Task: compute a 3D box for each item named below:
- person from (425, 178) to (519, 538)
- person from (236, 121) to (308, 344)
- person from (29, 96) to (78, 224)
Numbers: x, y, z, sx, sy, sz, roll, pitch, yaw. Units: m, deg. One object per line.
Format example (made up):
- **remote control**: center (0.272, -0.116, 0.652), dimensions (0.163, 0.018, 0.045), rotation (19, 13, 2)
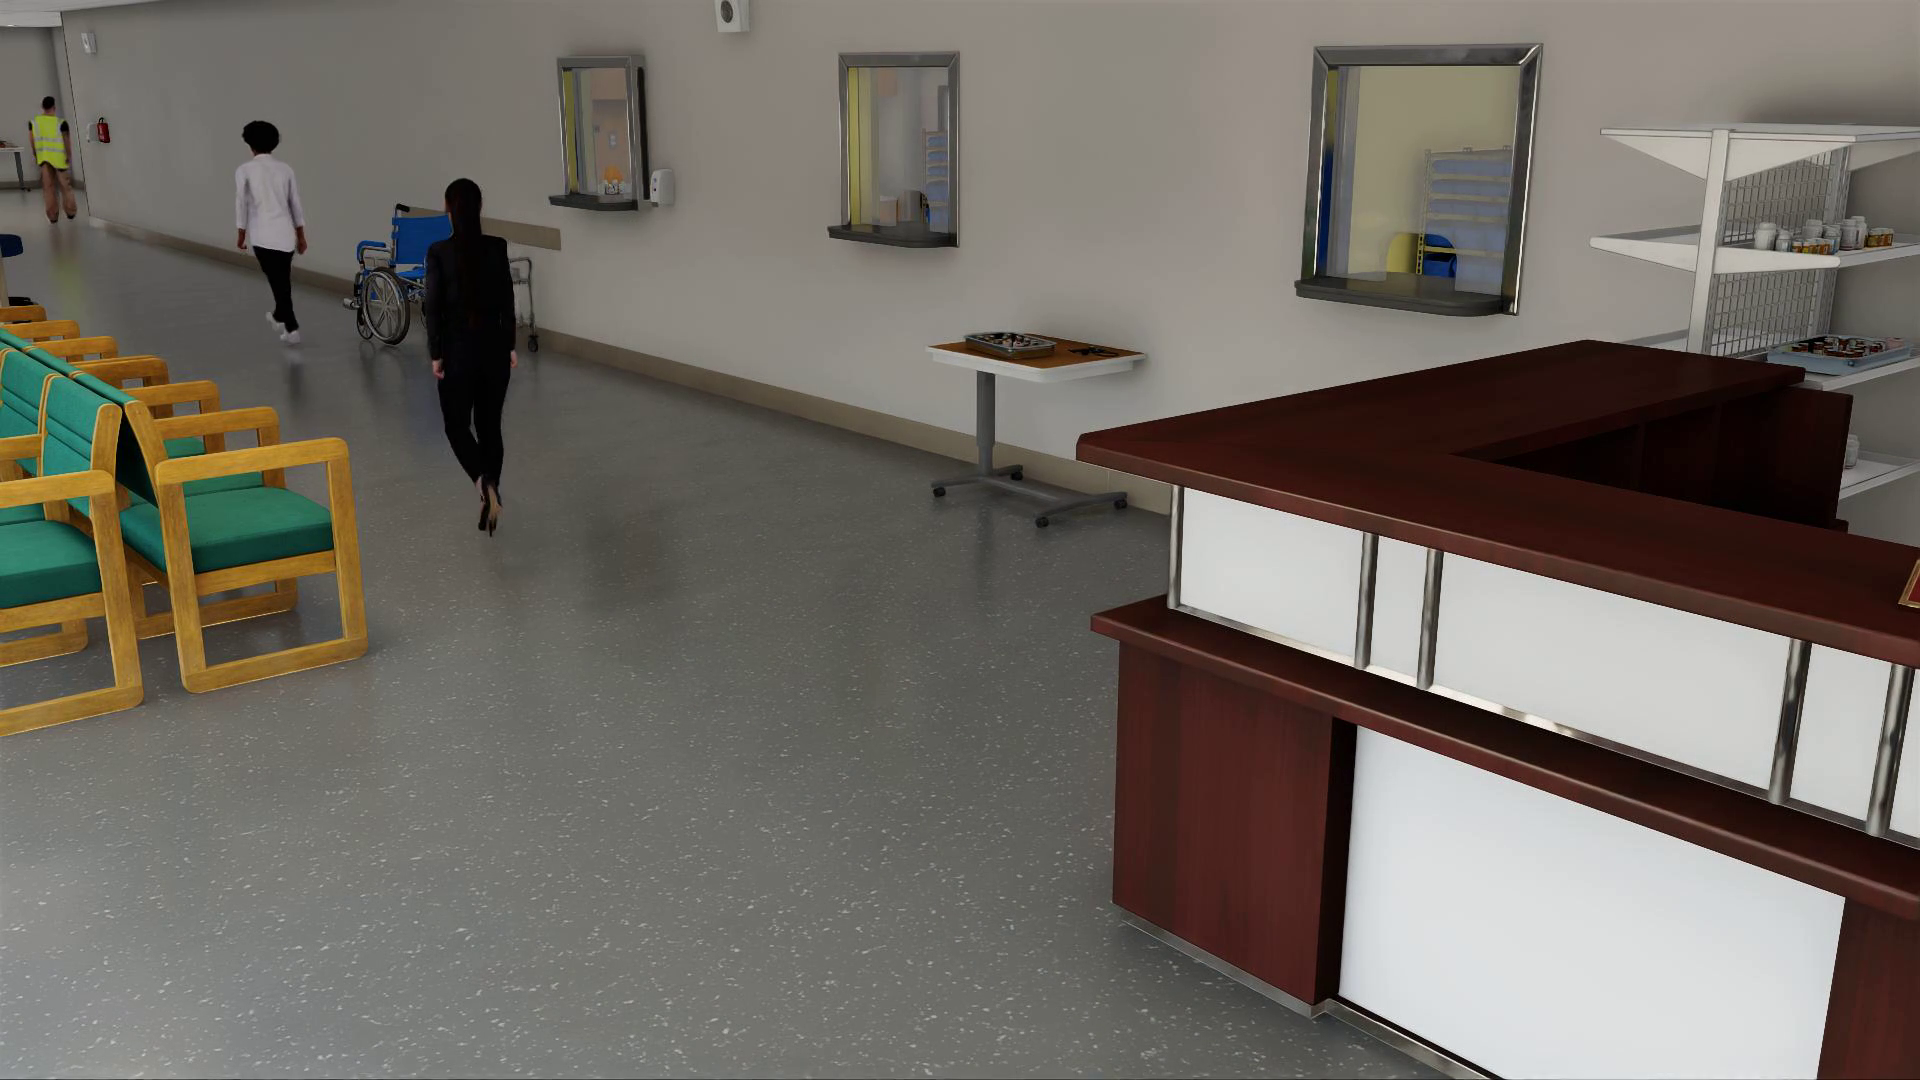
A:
- **person**: center (-2.248, -0.817, 7.794), dimensions (0.774, 1.697, 0.713), rotation (-9, 18, -30)
- **person**: center (-5.549, -2.457, 13.508), dimensions (1.028, 1.753, 0.711), rotation (-14, 21, -41)
- **person**: center (-13.212, -5.486, 24.200), dimensions (1.206, 1.781, 1.035), rotation (-6, 17, -19)
